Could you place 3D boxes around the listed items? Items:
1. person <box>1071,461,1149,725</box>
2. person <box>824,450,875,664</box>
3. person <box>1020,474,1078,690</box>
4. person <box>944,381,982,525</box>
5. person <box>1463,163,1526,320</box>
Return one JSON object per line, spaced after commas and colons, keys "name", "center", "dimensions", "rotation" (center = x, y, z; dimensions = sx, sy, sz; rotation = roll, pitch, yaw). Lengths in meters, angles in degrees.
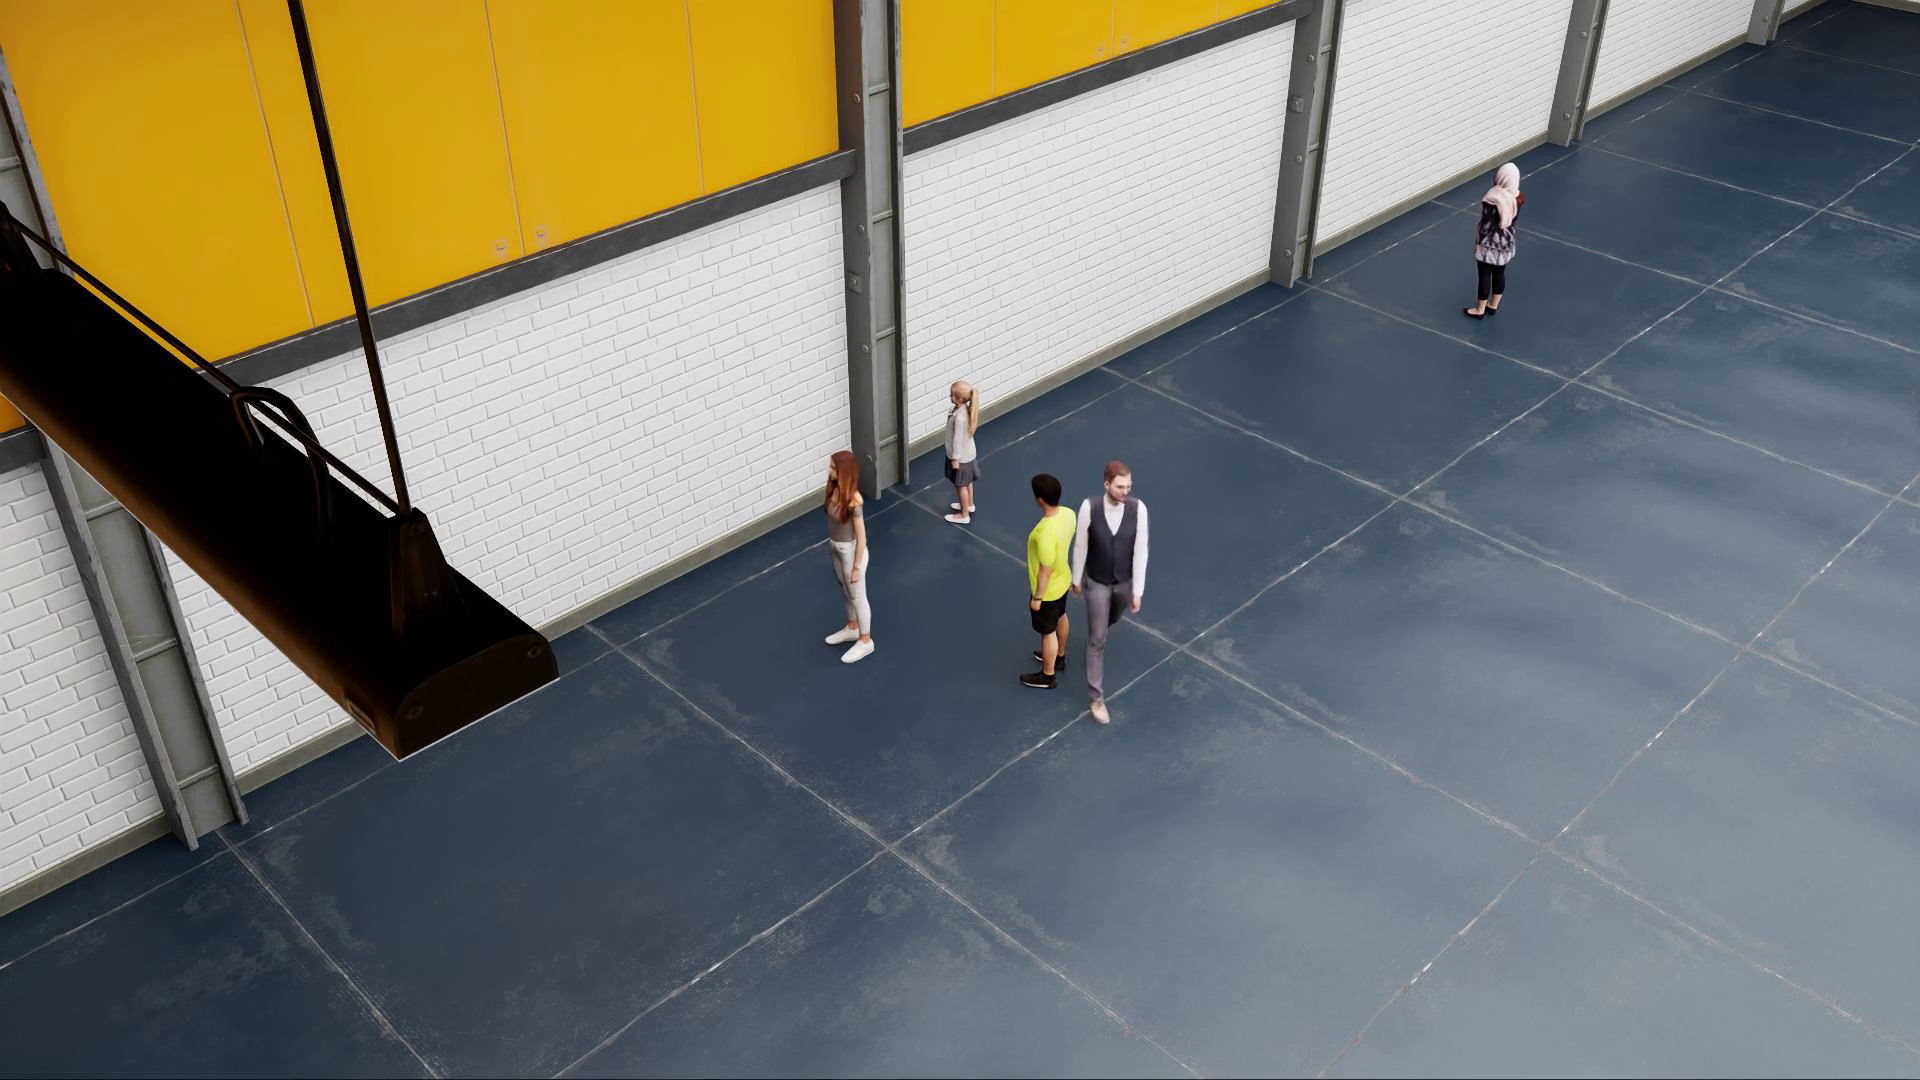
{"name": "person", "center": [1.042, 0.223, 11.663], "dimensions": [1.251, 1.906, 1.214], "rotation": [-4, 34, -6]}
{"name": "person", "center": [-0.798, 0.099, 12.013], "dimensions": [0.629, 1.724, 0.647], "rotation": [-15, 37, -22]}
{"name": "person", "center": [0.649, 0.279, 11.759], "dimensions": [0.750, 1.706, 0.596], "rotation": [14, 36, 20]}
{"name": "person", "center": [0.017, -0.734, 13.672], "dimensions": [0.657, 1.275, 0.587], "rotation": [5, 34, 7]}
{"name": "person", "center": [5.416, -3.020, 16.784], "dimensions": [0.645, 1.638, 0.755], "rotation": [-17, 37, -24]}
